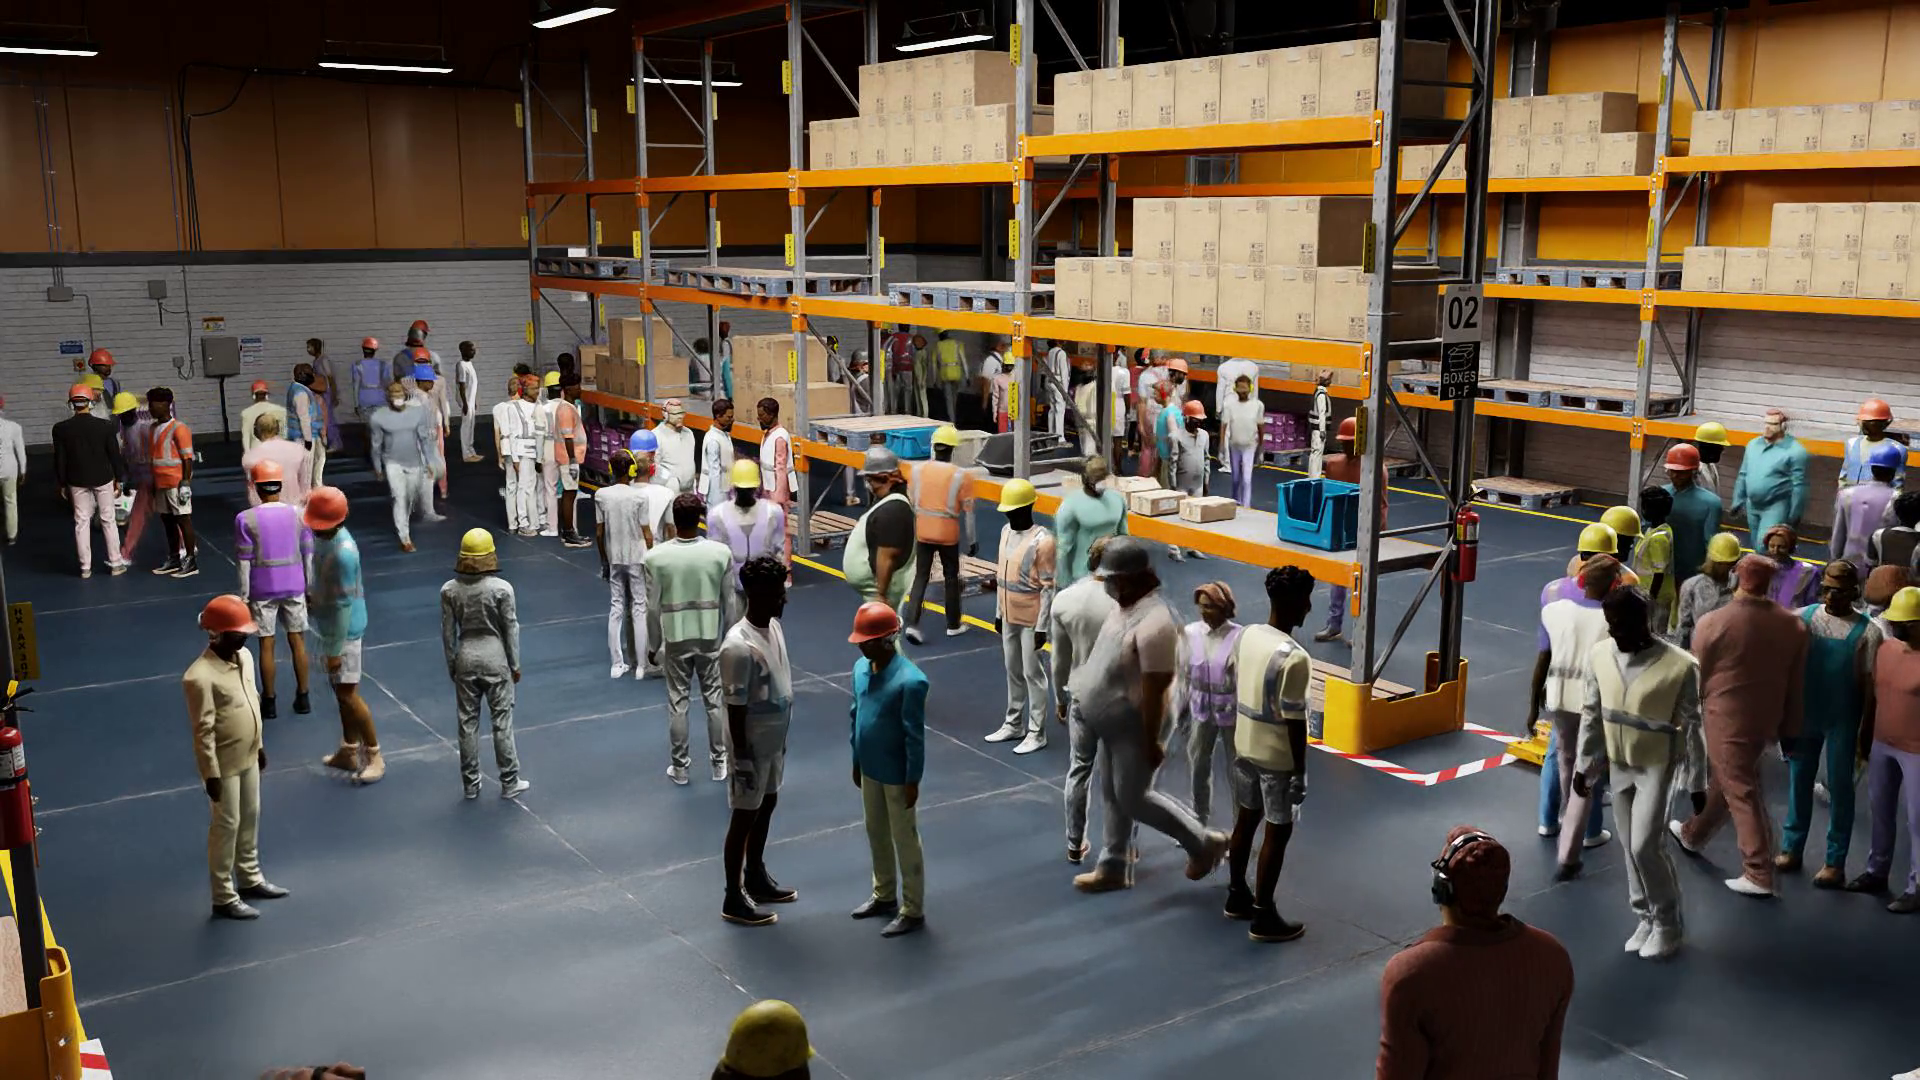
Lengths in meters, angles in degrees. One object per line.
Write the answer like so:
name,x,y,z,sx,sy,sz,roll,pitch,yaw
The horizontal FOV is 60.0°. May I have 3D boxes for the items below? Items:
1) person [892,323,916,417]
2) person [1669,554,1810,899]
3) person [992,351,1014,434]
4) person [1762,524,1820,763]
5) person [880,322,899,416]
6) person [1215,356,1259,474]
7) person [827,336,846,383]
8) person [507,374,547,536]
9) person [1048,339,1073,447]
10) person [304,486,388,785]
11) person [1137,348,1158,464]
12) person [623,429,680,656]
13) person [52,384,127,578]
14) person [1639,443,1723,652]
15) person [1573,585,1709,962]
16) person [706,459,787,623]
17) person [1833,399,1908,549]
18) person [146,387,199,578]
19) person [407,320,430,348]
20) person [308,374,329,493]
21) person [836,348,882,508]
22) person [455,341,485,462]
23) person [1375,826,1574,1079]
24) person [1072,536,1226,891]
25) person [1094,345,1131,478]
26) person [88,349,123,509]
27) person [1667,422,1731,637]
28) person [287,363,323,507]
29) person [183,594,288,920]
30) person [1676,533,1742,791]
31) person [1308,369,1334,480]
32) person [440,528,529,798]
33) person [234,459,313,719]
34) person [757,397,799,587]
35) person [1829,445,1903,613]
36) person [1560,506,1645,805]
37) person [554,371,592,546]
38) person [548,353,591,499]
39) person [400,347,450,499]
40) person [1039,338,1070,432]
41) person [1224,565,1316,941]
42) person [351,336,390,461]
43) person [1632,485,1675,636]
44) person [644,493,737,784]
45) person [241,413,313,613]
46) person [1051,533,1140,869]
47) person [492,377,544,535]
person,-1.024,-3.101,30.289,0.623,1.828,0.432,6,13,30
person,4.320,0.996,9.273,0.639,1.841,1.019,-2,11,-12
person,0.715,-1.847,24.037,0.518,1.756,0.344,-1,11,-3
person,5.566,0.691,11.373,0.527,1.631,0.313,6,13,30
person,-1.333,-3.104,30.294,0.403,1.826,0.592,-9,14,-39
person,3.970,-1.910,23.982,0.644,1.904,0.399,-2,11,-12
person,-1.955,-2.242,25.806,0.330,1.861,0.506,-11,15,-44
person,-4.974,-0.985,19.315,0.352,1.879,0.575,9,14,38
person,1.596,-2.429,26.687,0.356,1.884,0.574,-4,12,-21
person,-4.070,0.607,10.911,0.396,1.989,0.708,-6,12,-28
person,2.832,-2.016,24.929,0.350,1.742,0.574,6,13,29
person,-2.629,0.015,14.051,0.614,1.935,0.419,6,13,29
person,-8.930,-0.604,17.082,0.608,1.987,0.388,-5,12,-23
person,5.487,0.240,12.769,0.406,1.986,0.618,-10,15,-42
person,3.412,1.155,8.357,0.501,1.876,0.678,-8,13,-34
person,-1.584,0.348,12.405,0.607,1.904,0.642,-2,11,-9
person,8.312,-0.278,15.265,0.385,2.045,0.605,-5,12,-25
person,-8.128,-0.599,17.106,0.614,1.964,0.361,7,13,33
person,-8.935,-2.650,27.563,0.408,1.986,0.617,0,11,0
person,-8.441,-1.373,21.950,0.290,1.629,0.499,-5,12,-26
person,-1.249,-1.439,21.216,0.681,2.000,0.536,7,13,30
person,-7.403,-2.080,25.033,0.354,1.841,0.515,-1,11,-4
person,1.499,1.788,5.045,0.651,1.907,0.409,-4,12,-21
person,1.018,0.940,9.041,0.757,2.000,0.701,-2,11,-8
person,2.106,-1.795,23.233,0.607,1.966,0.367,5,12,23
person,-10.707,-1.377,20.894,0.370,2.044,0.608,2,11,11
person,6.475,-0.081,14.578,0.396,1.920,0.586,10,15,41
person,-8.360,-1.342,21.270,0.430,1.836,0.619,-5,12,-26
person,-3.833,1.138,8.800,0.355,1.742,0.574,1,11,4
person,4.820,0.798,10.592,0.506,1.724,0.421,4,12,19
person,4.875,-1.486,22.494,0.310,1.636,0.523,1,11,6
person,-3.031,0.785,10.594,0.483,1.745,0.301,1,11,3
person,-5.060,0.360,12.311,0.549,1.927,0.393,-8,14,-35
person,-1.831,-0.477,16.643,0.402,1.909,0.599,-4,12,-18
person,7.269,0.208,13.093,0.773,1.918,0.626,-6,13,-29
person,4.044,0.728,10.468,0.399,1.913,0.592,-4,12,-19
person,-4.380,-0.915,18.724,0.369,1.967,0.601,-3,11,-15
person,-5.163,-1.490,21.788,0.587,1.920,0.395,9,14,40
person,-7.015,-1.532,21.852,0.613,1.984,0.409,-3,11,-14
person,1.625,-2.564,27.888,0.541,1.682,0.659,-6,12,-27
person,1.613,1.081,8.553,0.377,1.956,0.606,-4,12,-21
person,-8.799,-2.090,24.945,0.547,1.905,0.861,-6,13,-29
person,5.213,0.430,12.541,0.319,1.695,0.532,4,12,19
person,-1.749,0.647,10.852,0.588,1.920,0.391,-3,11,-13
person,-6.379,-0.251,15.578,0.618,1.885,1.085,-10,15,-42
person,0.819,0.918,9.435,0.631,1.933,0.359,5,12,24
person,-5.118,-0.962,19.296,0.563,1.837,0.388,2,11,9
